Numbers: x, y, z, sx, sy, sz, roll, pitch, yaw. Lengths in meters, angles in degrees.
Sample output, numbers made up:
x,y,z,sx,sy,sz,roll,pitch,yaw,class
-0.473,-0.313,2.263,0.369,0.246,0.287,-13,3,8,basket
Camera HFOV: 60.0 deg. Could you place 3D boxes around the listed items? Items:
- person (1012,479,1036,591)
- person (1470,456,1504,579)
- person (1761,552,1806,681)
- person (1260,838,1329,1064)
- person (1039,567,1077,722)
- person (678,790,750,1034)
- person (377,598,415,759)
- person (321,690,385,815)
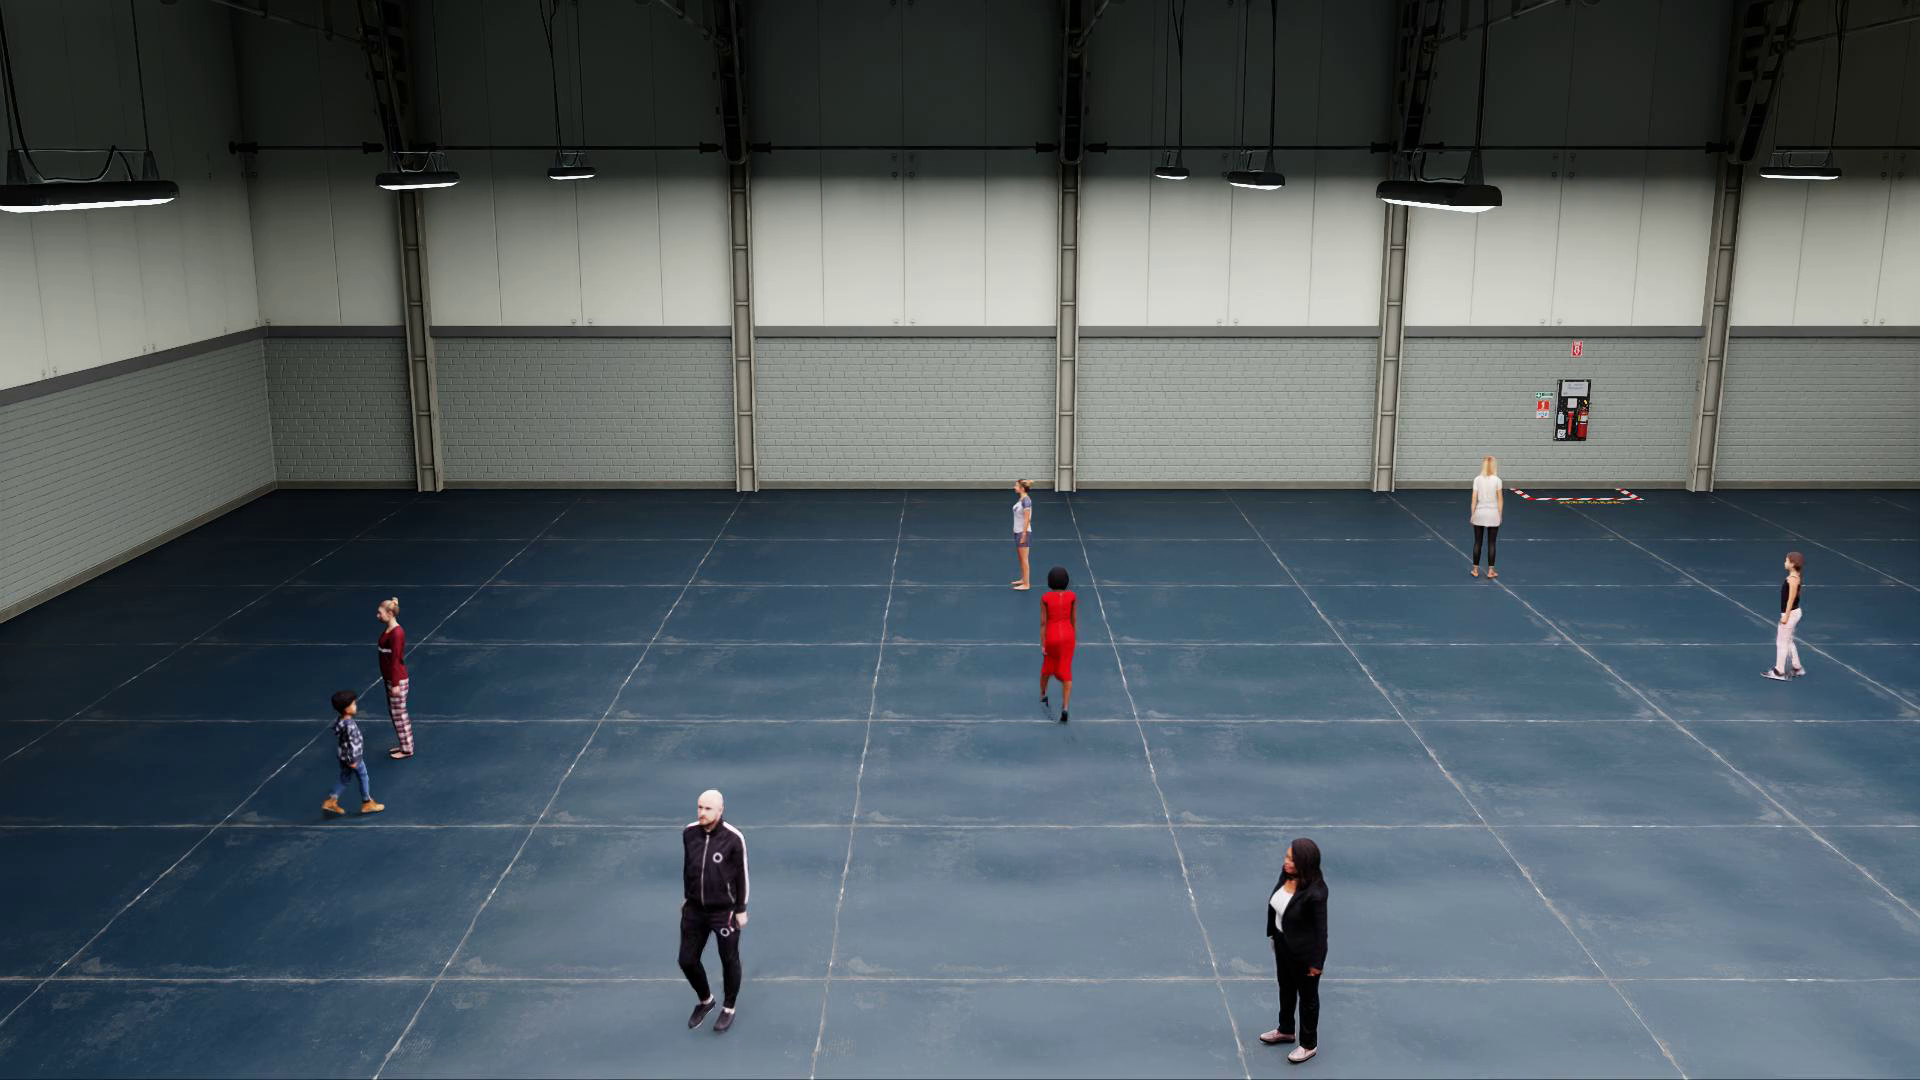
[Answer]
x,y,z,sx,sy,sz,roll,pitch,yaw,class
0.922,-0.096,24.167,0.524,1.624,0.582,0,13,-1,person
7.848,-0.342,24.791,0.606,1.823,0.739,6,14,24,person
9.989,0.898,19.984,0.785,1.575,0.710,9,16,33,person
2.369,2.824,11.578,0.768,1.616,0.749,-6,14,-25,person
1.123,1.185,18.435,0.971,1.714,0.730,-1,13,-6,person
-1.721,2.625,11.974,0.688,1.825,0.840,4,14,19,person
-5.901,1.435,17.389,0.695,1.699,0.686,-8,15,-31,person
-5.860,2.038,15.821,0.857,1.232,0.750,-9,16,-35,person
